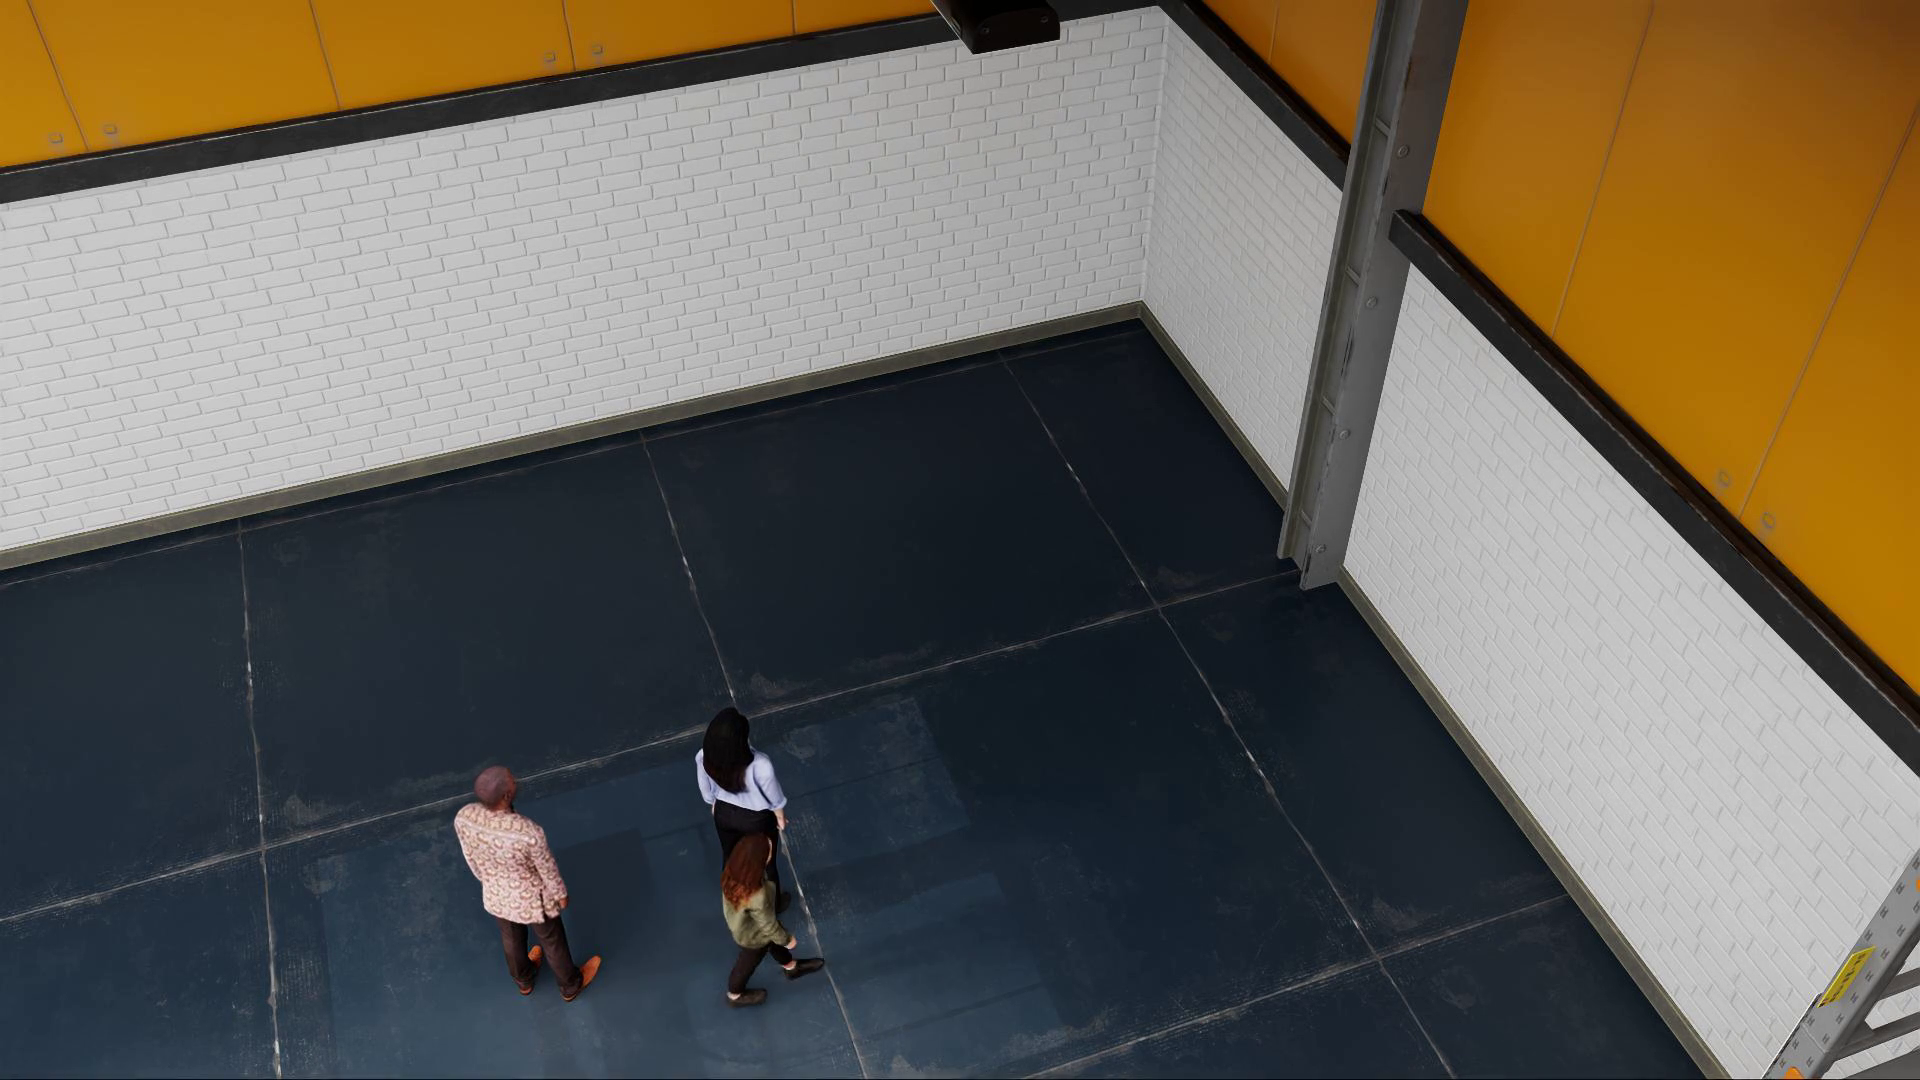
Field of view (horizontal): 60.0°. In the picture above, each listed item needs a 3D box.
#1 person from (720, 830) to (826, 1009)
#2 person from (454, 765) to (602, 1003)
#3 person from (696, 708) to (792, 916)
[{"bbox_3d":[-1.172,2.080,8.886,0.682,1.451,0.763,-11,45,-11],"label":"person"},{"bbox_3d":[-2.342,1.860,8.857,0.775,1.810,0.803,11,45,12],"label":"person"},{"bbox_3d":[-1.200,1.541,9.240,0.732,1.744,0.750,10,45,10],"label":"person"}]
